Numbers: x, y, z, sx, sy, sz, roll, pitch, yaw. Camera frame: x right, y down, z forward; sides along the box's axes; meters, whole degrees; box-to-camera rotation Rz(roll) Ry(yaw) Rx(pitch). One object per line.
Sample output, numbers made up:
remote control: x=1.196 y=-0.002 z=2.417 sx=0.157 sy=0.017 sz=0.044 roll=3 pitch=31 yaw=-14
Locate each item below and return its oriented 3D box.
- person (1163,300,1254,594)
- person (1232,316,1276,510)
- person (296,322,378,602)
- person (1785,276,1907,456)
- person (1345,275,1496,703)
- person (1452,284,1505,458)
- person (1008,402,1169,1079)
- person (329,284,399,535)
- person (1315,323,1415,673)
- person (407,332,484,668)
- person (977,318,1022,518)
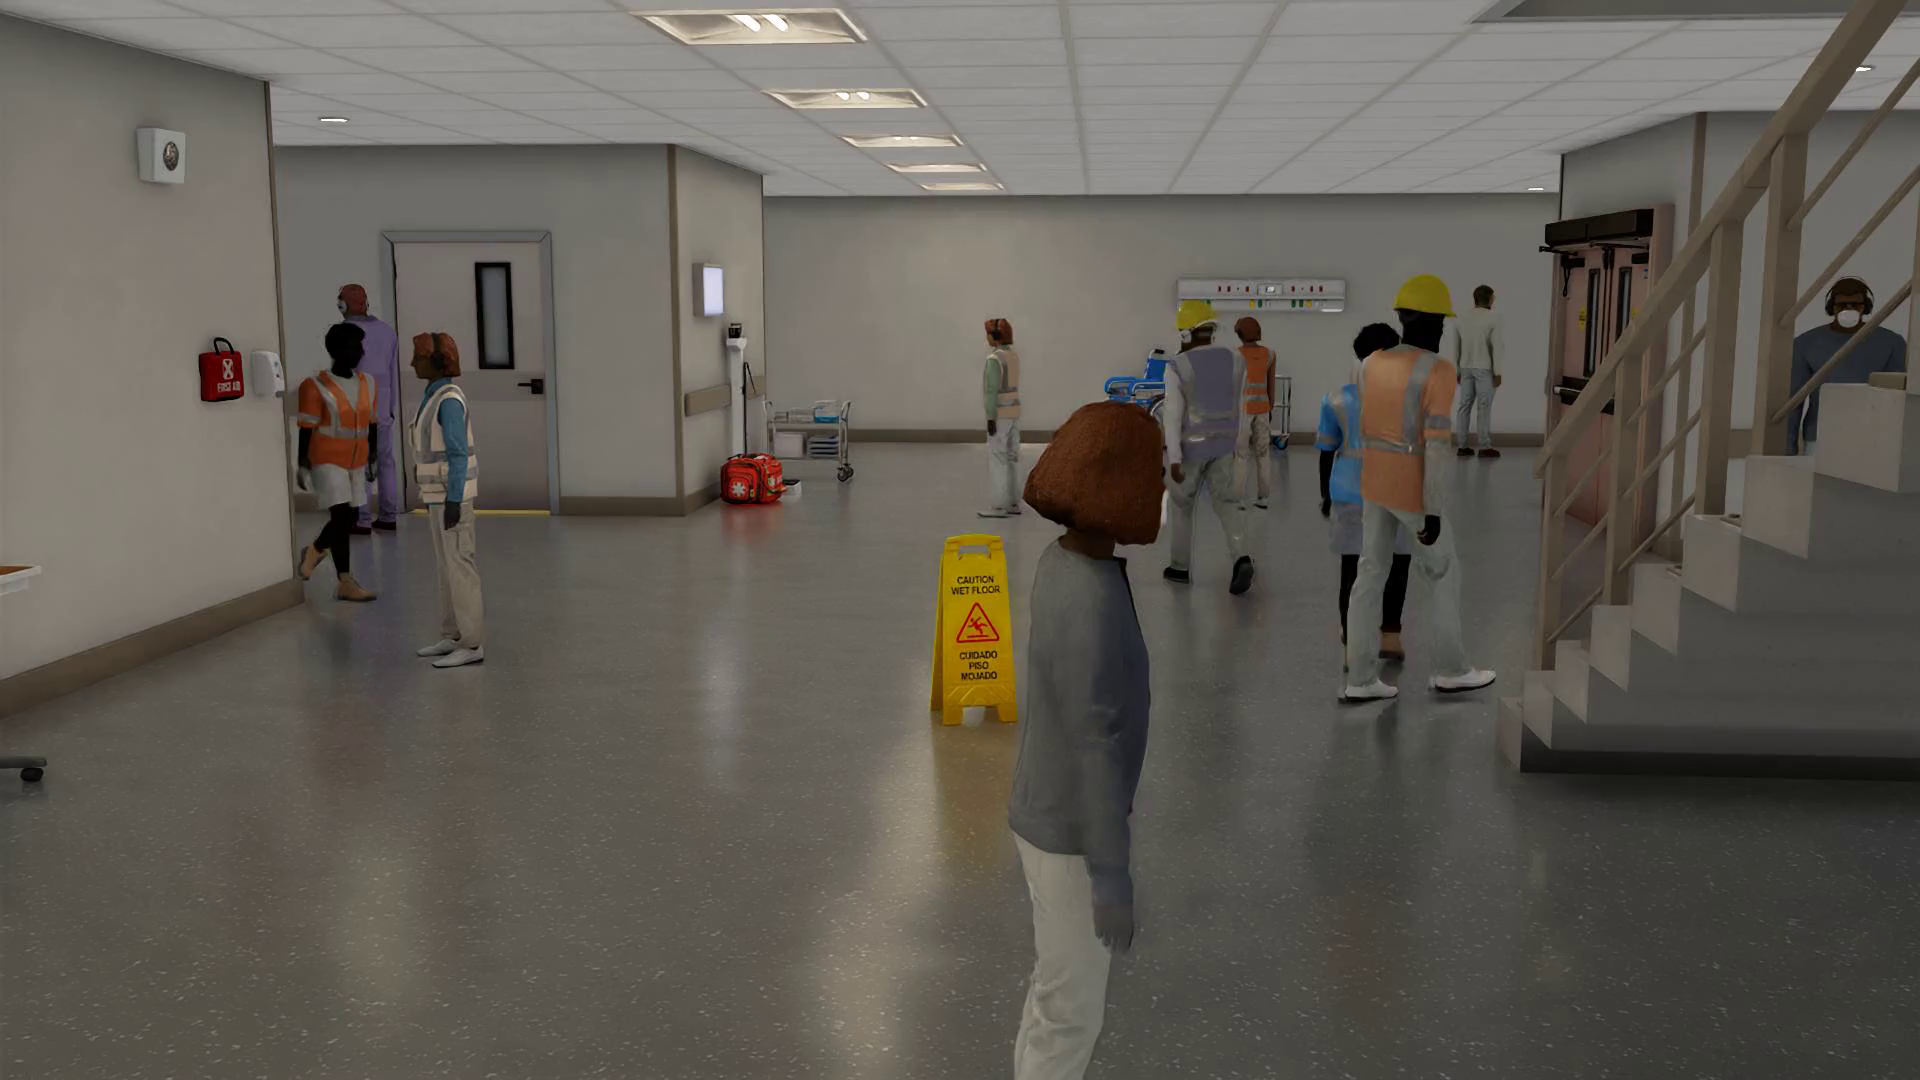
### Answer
person: x=1.528 y=-0.572 z=10.204 sx=0.592 sy=1.798 sz=0.880 roll=-3 pitch=9 yaw=-19
person: x=2.445 y=-1.071 z=14.102 sx=0.514 sy=1.640 sz=0.310 roll=-4 pitch=9 yaw=-24
person: x=-3.783 y=-0.478 z=9.977 sx=0.687 sy=1.664 sz=0.561 roll=4 pitch=9 yaw=28
person: x=5.047 y=-0.541 z=9.539 sx=0.636 sy=1.929 sz=0.371 roll=3 pitch=9 yaw=19
person: x=2.074 y=-0.226 z=7.458 sx=0.861 sy=1.892 sz=0.605 roll=-5 pitch=10 yaw=-29
person: x=5.816 y=-1.892 z=18.686 sx=0.375 sy=1.936 sz=0.628 roll=-7 pitch=11 yaw=-39
person: x=0.233 y=0.558 z=3.082 sx=0.289 sy=1.624 sz=0.517 roll=0 pitch=8 yaw=1
person: x=-4.572 y=-0.991 z=12.678 sx=0.406 sy=1.902 sz=0.636 roll=4 pitch=9 yaw=25
person: x=2.009 y=-0.210 z=8.090 sx=0.553 sy=1.672 sz=0.588 roll=3 pitch=9 yaw=21
person: x=-2.523 y=-0.198 z=8.164 sx=0.315 sy=1.640 sz=0.515 roll=-4 pitch=9 yaw=-28
person: x=0.339 y=-0.997 z=13.638 sx=0.332 sy=1.630 sz=0.516 roll=4 pitch=9 yaw=27
